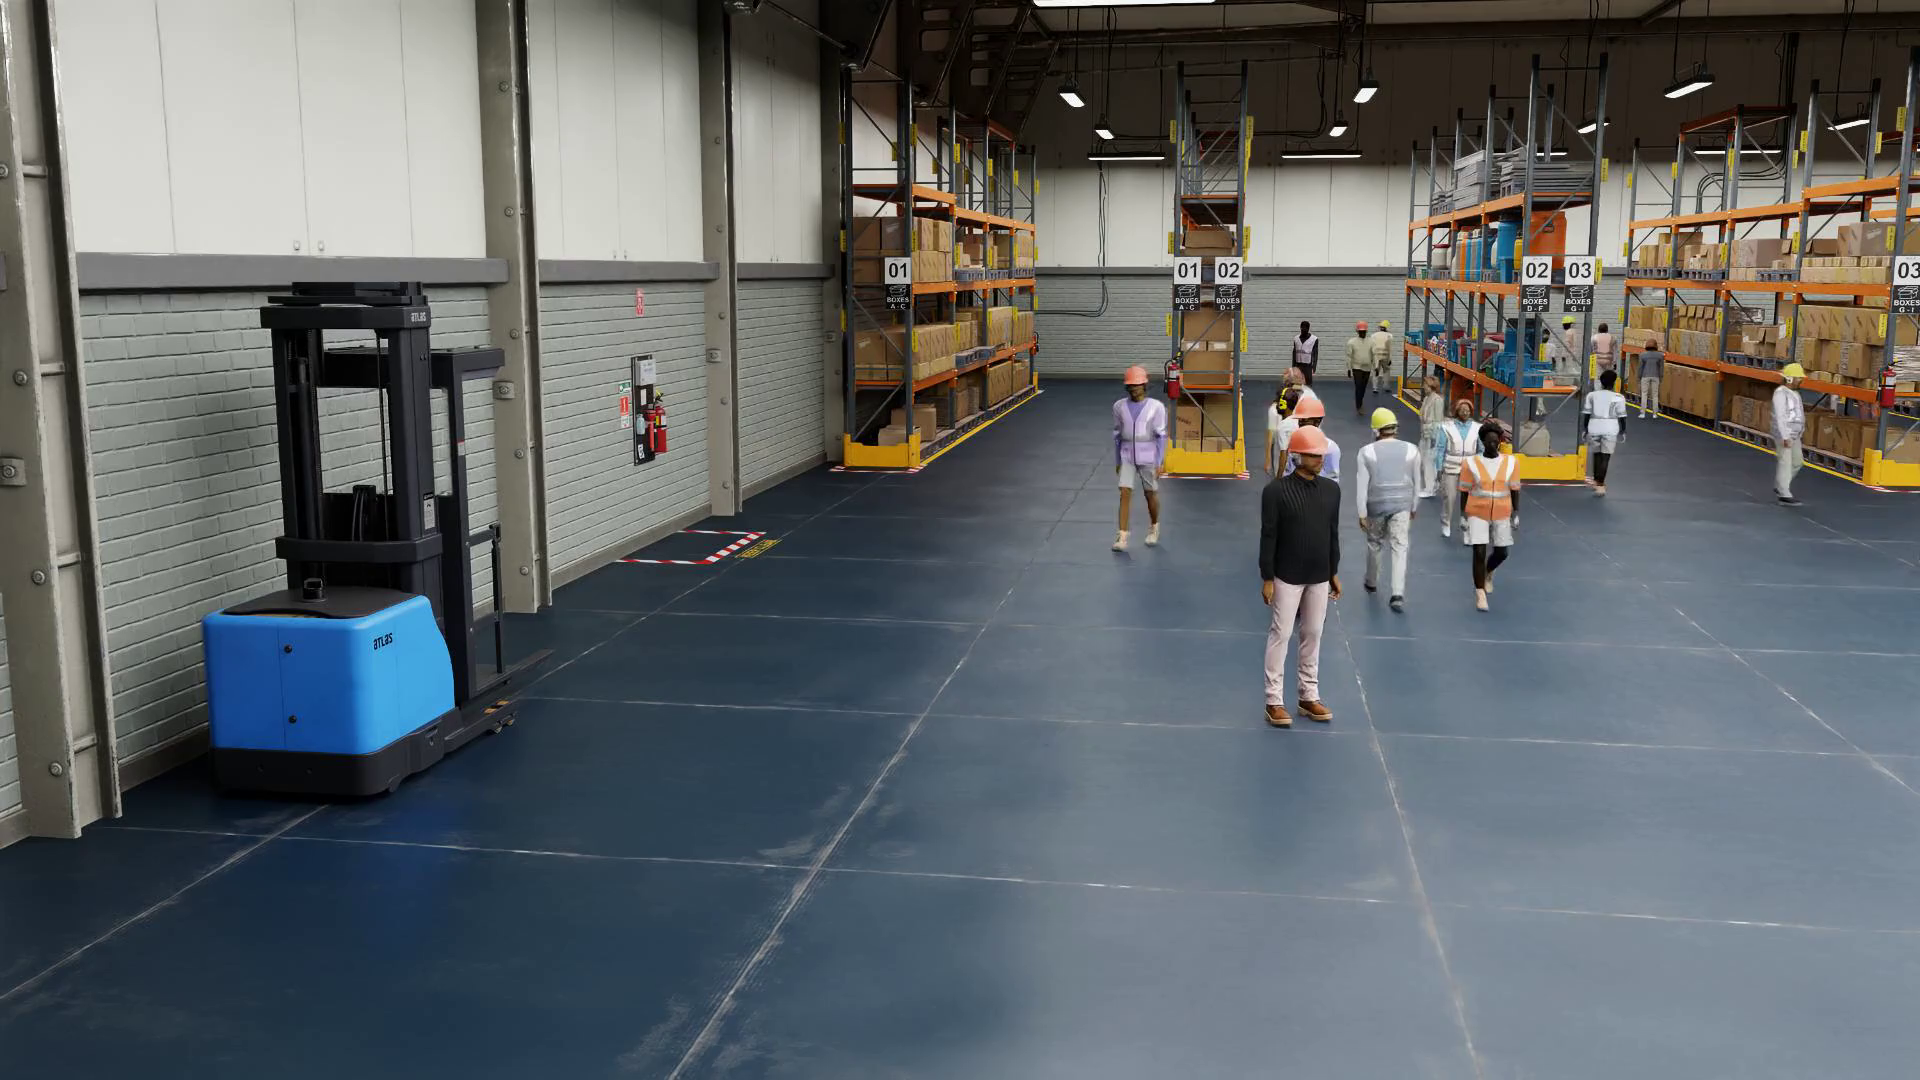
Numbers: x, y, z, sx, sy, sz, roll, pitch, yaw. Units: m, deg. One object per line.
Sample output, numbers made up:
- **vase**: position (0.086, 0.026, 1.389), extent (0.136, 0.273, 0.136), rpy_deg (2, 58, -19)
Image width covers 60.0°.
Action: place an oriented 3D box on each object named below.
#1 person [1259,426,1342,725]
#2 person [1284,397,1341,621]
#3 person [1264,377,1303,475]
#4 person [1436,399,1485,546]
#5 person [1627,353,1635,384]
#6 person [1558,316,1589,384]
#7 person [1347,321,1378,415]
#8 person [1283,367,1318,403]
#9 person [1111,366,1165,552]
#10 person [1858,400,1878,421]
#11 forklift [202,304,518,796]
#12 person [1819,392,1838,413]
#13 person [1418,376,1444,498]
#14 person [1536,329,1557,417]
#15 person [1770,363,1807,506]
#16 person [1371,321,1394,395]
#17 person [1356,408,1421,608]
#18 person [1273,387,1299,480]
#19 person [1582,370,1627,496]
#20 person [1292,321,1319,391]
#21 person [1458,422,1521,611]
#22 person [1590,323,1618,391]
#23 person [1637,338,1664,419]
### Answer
- **person**: position (2.281, 0.230, 11.087), extent (0.624, 1.992, 0.390), rpy_deg (-4, 10, -23)
- **person**: position (2.978, -0.259, 14.273), extent (0.361, 1.940, 0.543), rpy_deg (-8, 12, -40)
- **person**: position (3.676, -0.899, 18.574), extent (0.539, 1.821, 0.565), rpy_deg (-5, 11, -30)
- **person**: position (5.575, -0.788, 18.577), extent (0.529, 1.608, 0.810), rpy_deg (1, 9, 9)
- **person**: position (17.662, -4.913, 43.258), extent (0.616, 1.867, 0.568), rpy_deg (9, 13, 43)
- **person**: position (15.315, -4.681, 41.705), extent (0.905, 1.897, 0.582), rpy_deg (4, 10, 22)
- **person**: position (8.508, -3.654, 35.208), extent (0.624, 1.952, 1.005), rpy_deg (0, 9, -1)
- **person**: position (4.027, -1.129, 19.860), extent (0.756, 1.858, 0.755), rpy_deg (7, 12, 38)
- **person**: position (1.941, -0.889, 18.022), extent (0.619, 2.000, 1.007), rpy_deg (4, 10, 24)
- **person**: position (16.747, -2.884, 30.605), extent (0.668, 1.887, 0.426), rpy_deg (2, 10, 15)
- **forklift**: position (-3.673, -0.038, 10.147), extent (1.129, 2.768, 1.873), rpy_deg (1, 9, 9)
- **person**: position (16.588, -3.031, 31.642), extent (0.601, 1.860, 0.602), rpy_deg (7, 12, 37)
- **person**: position (6.269, -1.364, 22.046), extent (0.405, 1.625, 0.528), rpy_deg (-1, 9, -6)
- **person**: position (12.065, -3.456, 34.402), extent (0.531, 1.818, 1.036), rpy_deg (0, 9, 1)
- **person**: position (10.683, -1.363, 21.435), extent (0.618, 1.826, 0.449), rpy_deg (-9, 13, -43)
- **person**: position (10.274, -4.427, 40.432), extent (0.618, 1.785, 0.838), rpy_deg (6, 11, 33)
- **person**: position (3.875, -0.305, 15.053), extent (0.605, 1.782, 0.966), rpy_deg (1, 9, 4)
- **person**: position (3.230, -0.580, 16.472), extent (0.310, 1.868, 0.532), rpy_deg (7, 11, 36)
- **person**: position (8.711, -1.448, 22.386), extent (0.557, 1.673, 0.654), rpy_deg (8, 12, 42)
- **person**: position (7.558, -3.844, 36.465), extent (0.587, 1.914, 0.392), rpy_deg (7, 12, 37)
- **person**: position (4.723, -0.234, 14.911), extent (0.540, 1.676, 0.570), rpy_deg (1, 9, 6)
- **person**: position (14.695, -4.063, 38.129), extent (0.660, 1.806, 0.875), rpy_deg (3, 10, 16)
- **person**: position (14.065, -3.288, 33.896), extent (0.498, 1.633, 0.278), rpy_deg (2, 10, 14)
